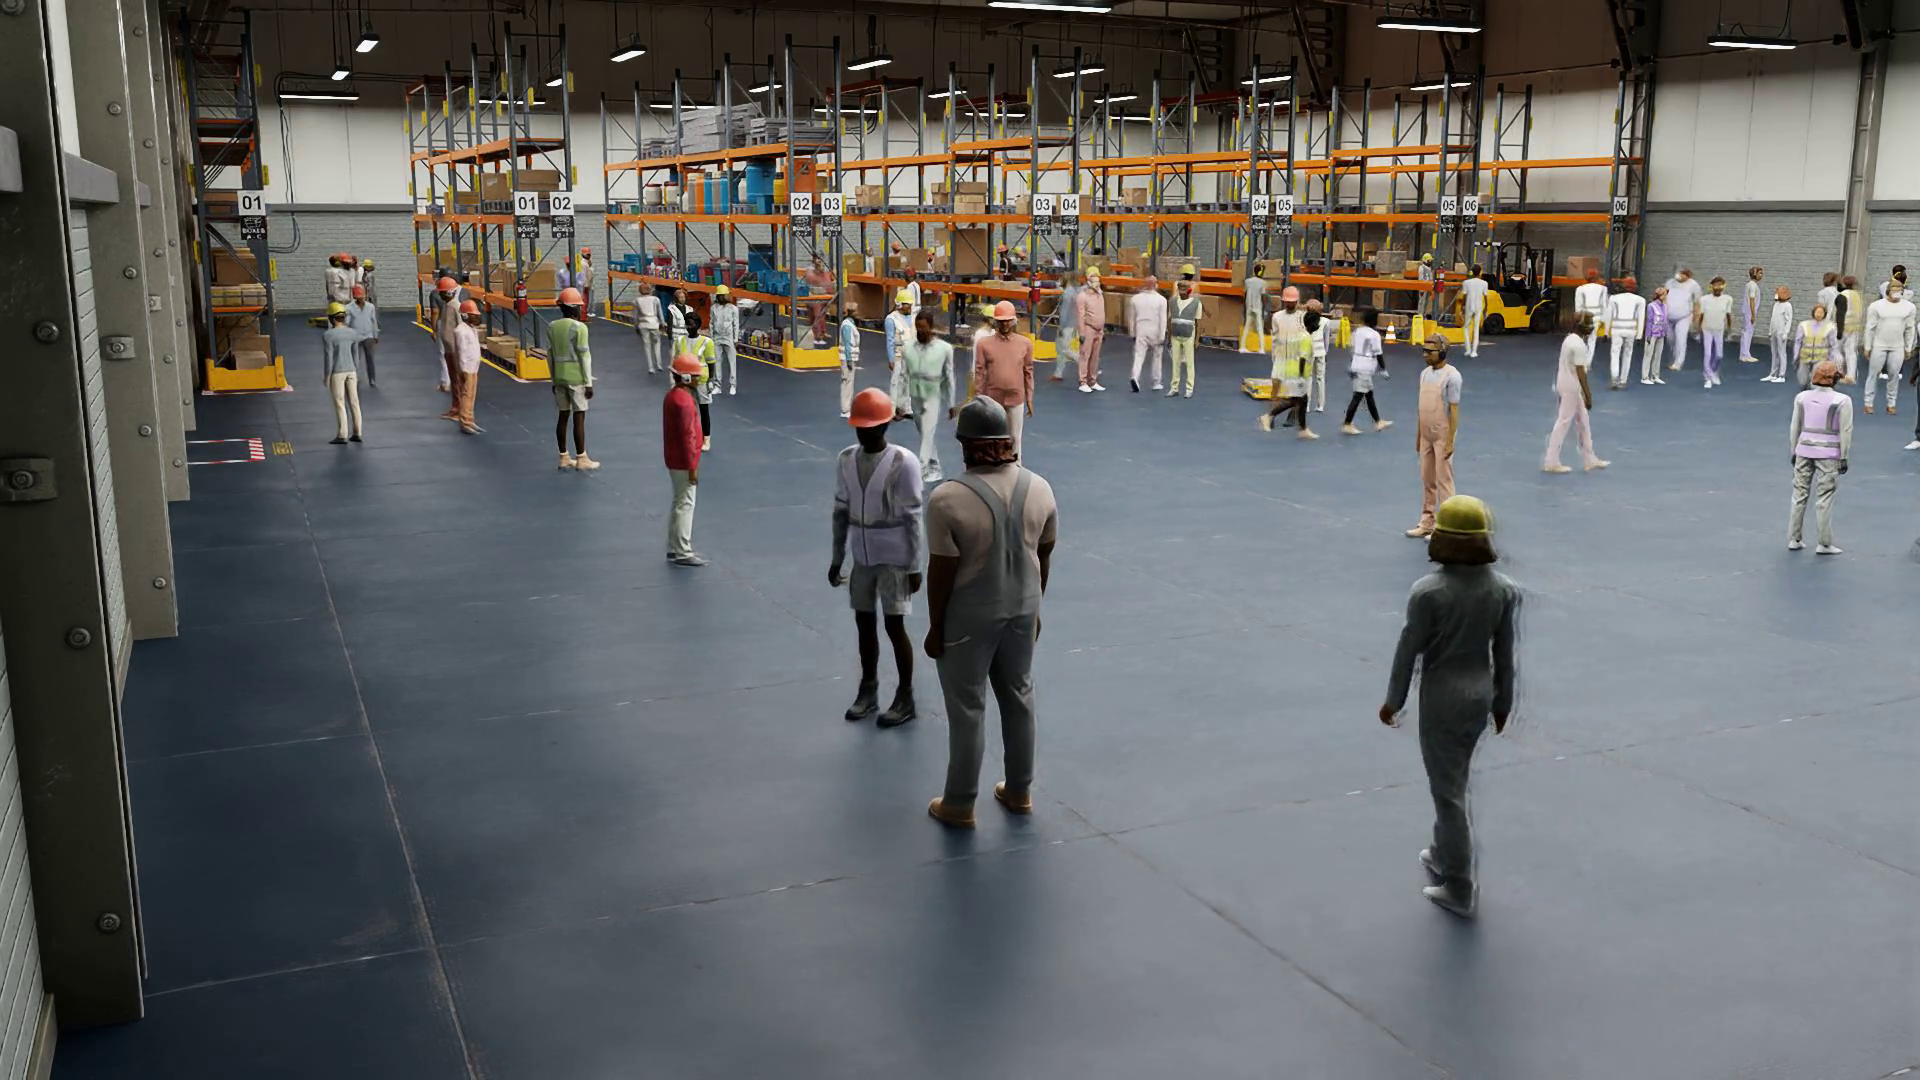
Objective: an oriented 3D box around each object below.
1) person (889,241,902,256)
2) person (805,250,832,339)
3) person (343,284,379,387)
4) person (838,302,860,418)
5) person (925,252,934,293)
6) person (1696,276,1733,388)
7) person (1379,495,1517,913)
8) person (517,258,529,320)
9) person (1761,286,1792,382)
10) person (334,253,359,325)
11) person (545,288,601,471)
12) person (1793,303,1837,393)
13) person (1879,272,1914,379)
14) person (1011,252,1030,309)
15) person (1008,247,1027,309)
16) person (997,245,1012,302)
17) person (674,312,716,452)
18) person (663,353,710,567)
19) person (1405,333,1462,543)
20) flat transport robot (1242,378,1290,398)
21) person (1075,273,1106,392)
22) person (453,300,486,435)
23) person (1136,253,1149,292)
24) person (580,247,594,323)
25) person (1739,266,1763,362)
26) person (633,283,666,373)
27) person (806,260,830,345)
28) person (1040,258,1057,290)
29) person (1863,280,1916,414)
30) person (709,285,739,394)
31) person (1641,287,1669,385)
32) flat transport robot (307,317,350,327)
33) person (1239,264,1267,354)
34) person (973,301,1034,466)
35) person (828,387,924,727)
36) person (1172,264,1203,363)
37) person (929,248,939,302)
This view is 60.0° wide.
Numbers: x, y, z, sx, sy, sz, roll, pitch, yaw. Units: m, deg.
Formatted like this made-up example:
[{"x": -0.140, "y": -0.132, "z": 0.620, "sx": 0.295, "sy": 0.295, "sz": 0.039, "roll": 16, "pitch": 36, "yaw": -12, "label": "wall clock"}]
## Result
[{"x": -1.889, "y": -7.835, "z": 49.346, "sx": 0.391, "sy": 2.040, "sz": 0.615, "roll": 7, "pitch": 13, "yaw": 30, "label": "person"}, {"x": -3.201, "y": -5.651, "z": 38.251, "sx": 0.538, "sy": 2.000, "sz": 0.684, "roll": 8, "pitch": 13, "yaw": 34, "label": "person"}, {"x": -10.050, "y": -3.432, "z": 27.841, "sx": 0.606, "sy": 1.706, "sz": 0.820, "roll": -8, "pitch": 14, "yaw": -36, "label": "person"}, {"x": -1.562, "y": -2.536, "z": 23.469, "sx": 0.313, "sy": 1.632, "sz": 0.518, "roll": 1, "pitch": 11, "yaw": 4, "label": "person"}, {"x": -0.895, "y": -7.487, "z": 48.310, "sx": 0.328, "sy": 1.752, "sz": 0.563, "roll": 1, "pitch": 11, "yaw": 6, "label": "person"}, {"x": 12.427, "y": -3.427, "z": 27.447, "sx": 0.518, "sy": 1.852, "sz": 0.421, "roll": 4, "pitch": 12, "yaw": 19, "label": "person"}, {"x": 2.015, "y": 0.659, "z": 6.996, "sx": 0.501, "sy": 1.720, "sz": 0.701, "roll": -4, "pitch": 12, "yaw": -22, "label": "person"}, {"x": -11.792, "y": -6.768, "z": 44.744, "sx": 0.425, "sy": 1.719, "sz": 0.685, "roll": -11, "pitch": 15, "yaw": -43, "label": "person"}, {"x": 13.974, "y": -3.506, "z": 28.387, "sx": 0.279, "sy": 1.634, "sz": 0.498, "roll": -1, "pitch": 11, "yaw": -4, "label": "person"}, {"x": -13.591, "y": -5.377, "z": 37.009, "sx": 1.090, "sy": 1.982, "sz": 0.618, "roll": 11, "pitch": 15, "yaw": 43, "label": "person"}, {"x": -4.347, "y": -1.798, "z": 18.660, "sx": 0.608, "sy": 2.045, "sz": 0.391, "roll": 7, "pitch": 13, "yaw": 33, "label": "person"}, {"x": 12.101, "y": -2.550, "z": 23.553, "sx": 0.523, "sy": 1.620, "sz": 0.588, "roll": 8, "pitch": 14, "yaw": 34, "label": "person"}, {"x": 16.288, "y": -3.734, "z": 28.975, "sx": 0.506, "sy": 1.863, "sz": 0.326, "roll": 1, "pitch": 11, "yaw": 4, "label": "person"}, {"x": 1.836, "y": -7.671, "z": 49.332, "sx": 0.576, "sy": 1.724, "sz": 0.590, "roll": -6, "pitch": 13, "yaw": -27, "label": "person"}, {"x": 1.721, "y": -7.815, "z": 49.676, "sx": 0.585, "sy": 1.860, "sz": 1.038, "roll": -9, "pitch": 14, "yaw": -38, "label": "person"}, {"x": 1.168, "y": -6.852, "z": 44.400, "sx": 0.409, "sy": 2.028, "sz": 0.612, "roll": 4, "pitch": 12, "yaw": 21, "label": "person"}, {"x": -3.216, "y": -1.912, "z": 20.122, "sx": 0.533, "sy": 1.697, "sz": 0.319, "roll": 3, "pitch": 11, "yaw": 13, "label": "person"}, {"x": -2.242, "y": -0.658, "z": 13.631, "sx": 0.349, "sy": 1.742, "sz": 0.574, "roll": -4, "pitch": 12, "yaw": -21, "label": "person"}, {"x": 4.178, "y": -0.896, "z": 14.612, "sx": 0.345, "sy": 1.840, "sz": 0.502, "roll": -5, "pitch": 12, "yaw": -22, "label": "person"}, {"x": 4.871, "y": -2.393, "z": 26.206, "sx": 0.652, "sy": 0.197, "sz": 1.431, "roll": 0, "pitch": 11, "yaw": 1, "label": "flat transport robot"}, {"x": 2.142, "y": -3.350, "z": 26.901, "sx": 0.409, "sy": 1.909, "sz": 0.640, "roll": 9, "pitch": 14, "yaw": 39, "label": "person"}, {"x": -6.394, "y": -2.253, "z": 21.716, "sx": 0.346, "sy": 1.746, "sz": 0.573, "roll": 0, "pitch": 11, "yaw": 0, "label": "person"}, {"x": 5.154, "y": -7.134, "z": 46.501, "sx": 0.523, "sy": 1.763, "sz": 0.329, "roll": 6, "pitch": 12, "yaw": 26, "label": "person"}, {"x": -9.821, "y": -6.700, "z": 43.741, "sx": 0.407, "sy": 1.987, "sz": 0.607, "roll": -2, "pitch": 11, "yaw": -12, "label": "person"}, {"x": 15.338, "y": -4.367, "z": 32.225, "sx": 0.345, "sy": 1.846, "sz": 0.506, "roll": 3, "pitch": 12, "yaw": 16, "label": "person"}, {"x": -5.610, "y": -3.834, "z": 30.104, "sx": 0.579, "sy": 1.598, "sz": 0.732, "roll": -1, "pitch": 11, "yaw": -7, "label": "person"}, {"x": -3.164, "y": -5.212, "z": 36.505, "sx": 0.695, "sy": 1.867, "sz": 0.663, "roll": 5, "pitch": 12, "yaw": 23, "label": "person"}, {"x": 2.506, "y": -7.225, "z": 47.398, "sx": 0.504, "sy": 1.607, "sz": 0.786, "roll": 0, "pitch": 11, "yaw": 1, "label": "person"}, {"x": 13.317, "y": -2.761, "z": 23.855, "sx": 0.637, "sy": 1.931, "sz": 0.369, "roll": 3, "pitch": 12, "yaw": 16, "label": "person"}, {"x": -3.761, "y": -3.185, "z": 26.475, "sx": 0.484, "sy": 1.744, "sz": 0.295, "roll": 2, "pitch": 11, "yaw": 9, "label": "person"}, {"x": 11.735, "y": -3.437, "z": 28.047, "sx": 0.514, "sy": 1.634, "sz": 0.312, "roll": -7, "pitch": 13, "yaw": -31, "label": "person"}, {"x": -15.856, "y": -5.527, "z": 42.131, "sx": 1.431, "sy": 0.197, "sz": 0.652, "roll": 8, "pitch": 14, "yaw": 36, "label": "flat transport robot"}, {"x": 6.033, "y": -4.731, "z": 34.068, "sx": 0.611, "sy": 1.850, "sz": 0.398, "roll": 10, "pitch": 15, "yaw": 41, "label": "person"}, {"x": 0.450, "y": -1.428, "z": 16.905, "sx": 0.622, "sy": 1.992, "sz": 0.395, "roll": -1, "pitch": 11, "yaw": -6, "label": "person"}, {"x": -0.481, "y": 0.096, "z": 9.356, "sx": 0.568, "sy": 1.925, "sz": 0.415, "roll": 8, "pitch": 14, "yaw": 35, "label": "person"}, {"x": 4.356, "y": -4.331, "z": 31.871, "sx": 0.596, "sy": 1.911, "sz": 0.422, "roll": -7, "pitch": 13, "yaw": -31, "label": "person"}, {"x": -0.861, "y": -8.539, "z": 53.644, "sx": 0.328, "sy": 1.762, "sz": 0.523, "roll": -6, "pitch": 13, "yaw": -28, "label": "person"}]
